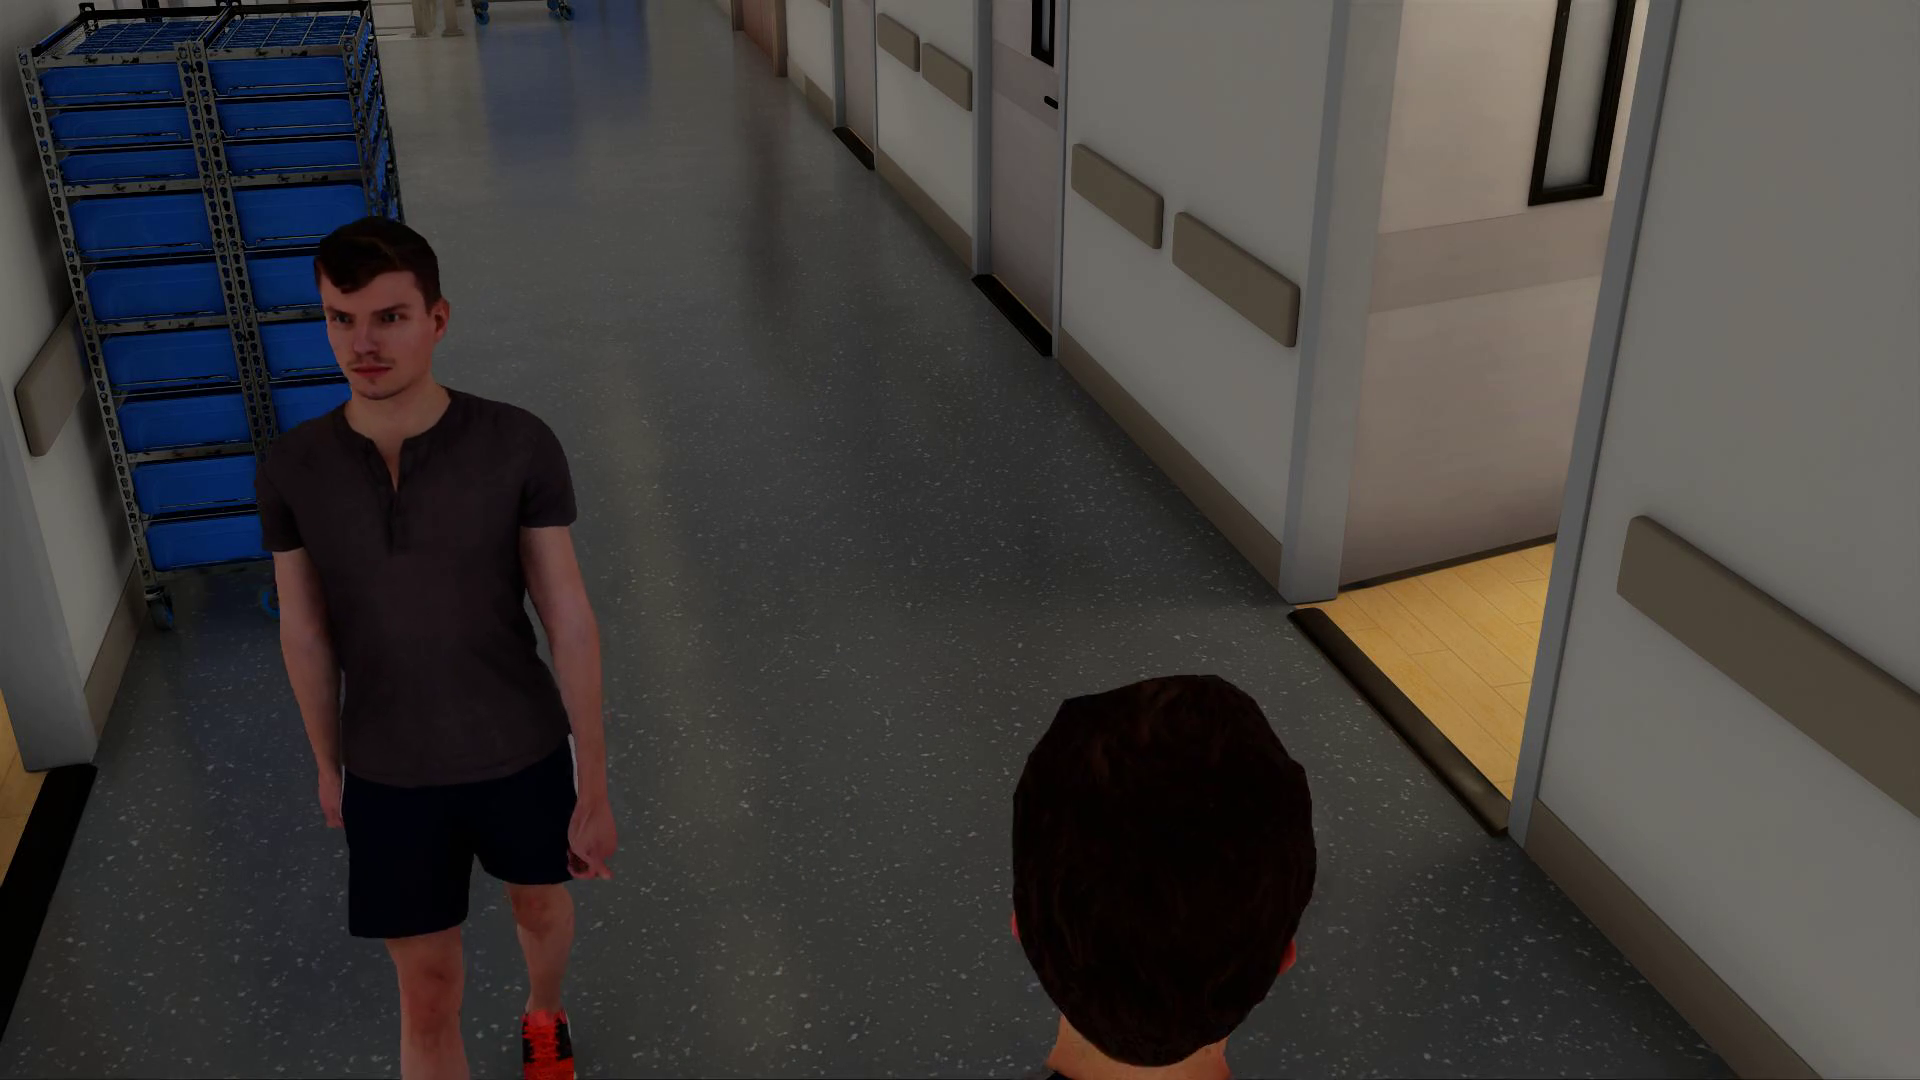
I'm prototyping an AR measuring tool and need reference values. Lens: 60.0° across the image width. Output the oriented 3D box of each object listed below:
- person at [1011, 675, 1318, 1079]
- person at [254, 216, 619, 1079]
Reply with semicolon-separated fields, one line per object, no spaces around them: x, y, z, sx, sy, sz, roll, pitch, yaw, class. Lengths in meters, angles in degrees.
0.131;1.046;1.389;0.965;1.835;1.312;3;26;5;person
-0.835;0.347;2.874;0.715;1.804;1.148;-5;26;-10;person
